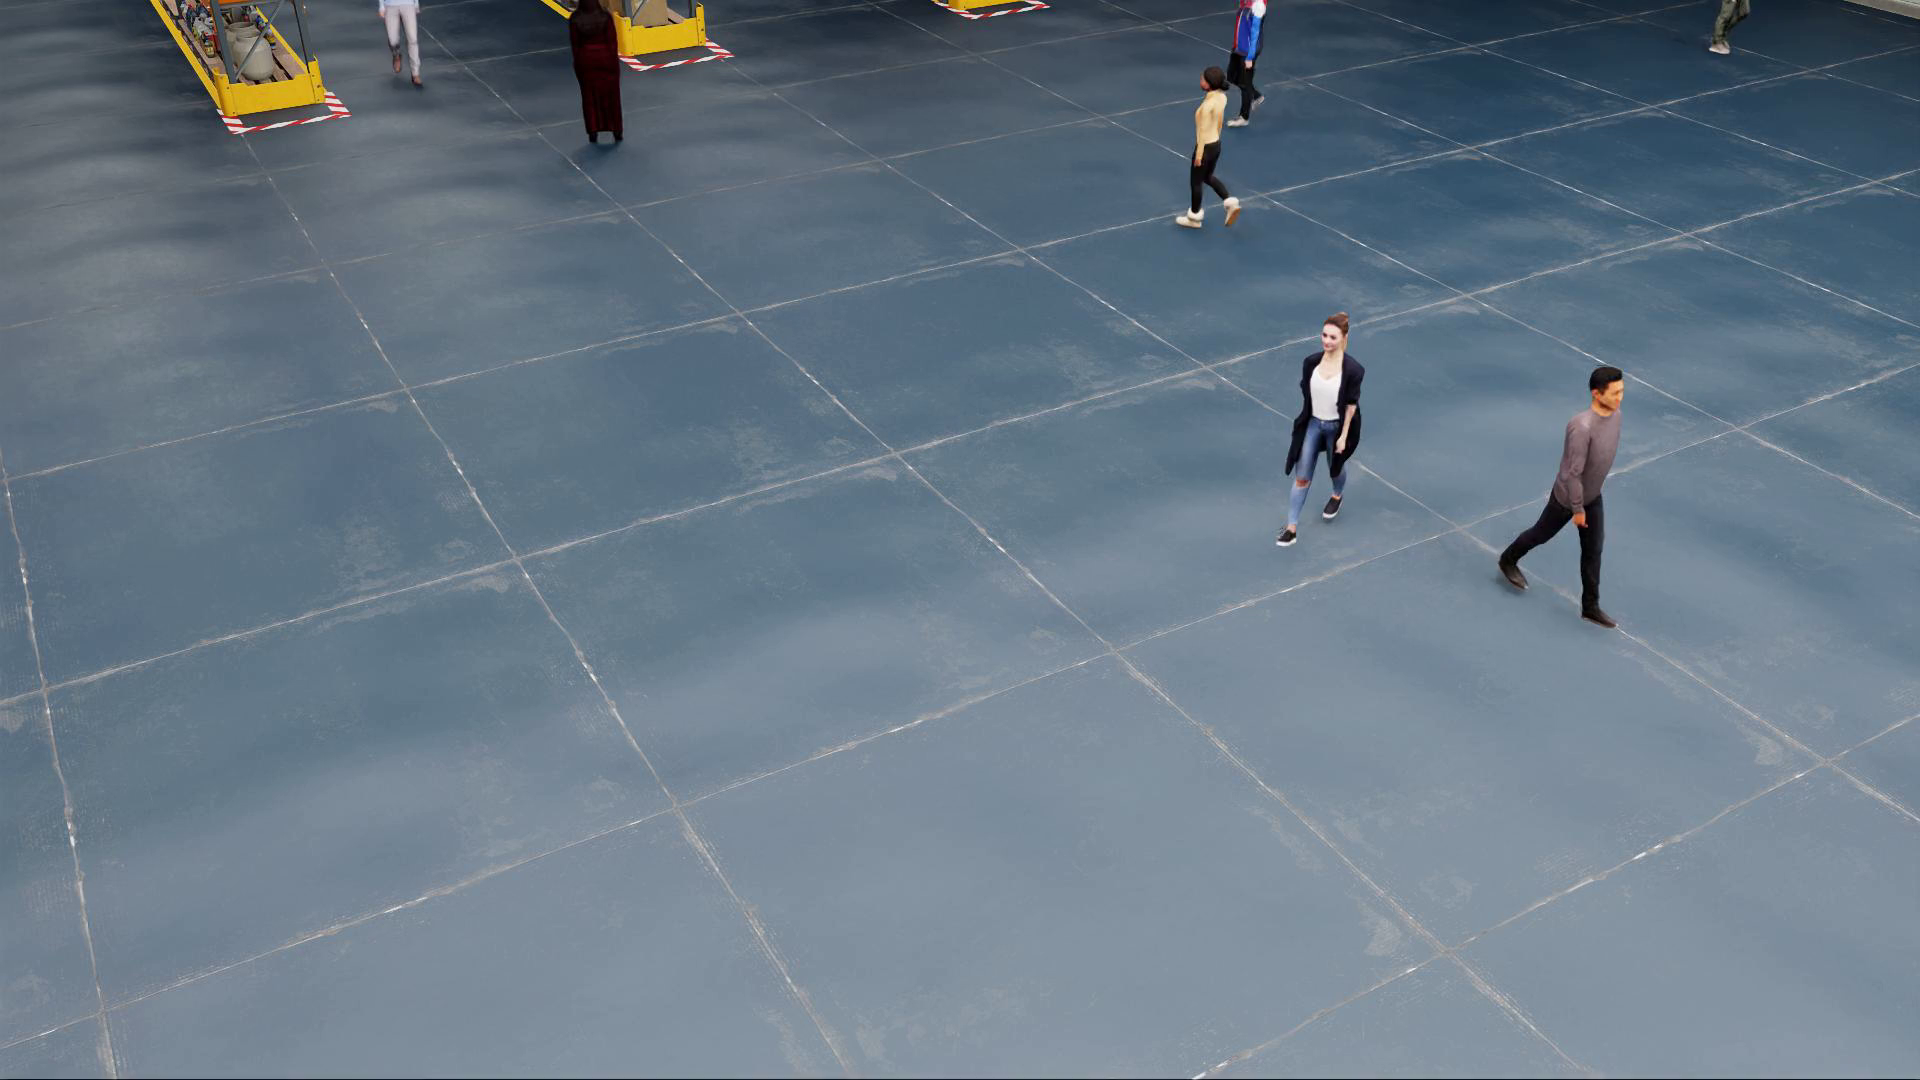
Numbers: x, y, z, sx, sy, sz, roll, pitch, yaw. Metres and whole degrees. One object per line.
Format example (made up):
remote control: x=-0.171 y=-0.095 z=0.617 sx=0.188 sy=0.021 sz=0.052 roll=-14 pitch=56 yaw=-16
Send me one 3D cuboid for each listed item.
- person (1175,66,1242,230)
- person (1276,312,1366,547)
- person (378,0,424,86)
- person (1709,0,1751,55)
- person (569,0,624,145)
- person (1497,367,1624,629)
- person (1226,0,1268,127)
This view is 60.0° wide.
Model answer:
person: x=2.498 y=-3.828 z=16.341 sx=1.000 sy=1.646 sz=0.826 roll=20 pitch=38 yaw=29
person: x=2.592 y=-0.788 z=11.535 sx=1.147 sy=1.632 sz=1.035 roll=18 pitch=37 yaw=26
person: x=-6.935 y=-6.584 z=20.490 sx=0.707 sy=1.880 sz=0.929 roll=-15 pitch=35 yaw=-22
person: x=10.023 y=-7.189 z=21.673 sx=0.593 sy=1.643 sz=0.634 roll=-21 pitch=38 yaw=-30
person: x=-4.065 y=-5.316 z=18.596 sx=0.753 sy=1.756 sz=0.744 roll=-5 pitch=33 yaw=-8
person: x=3.891 y=-0.323 z=10.708 sx=1.150 sy=1.728 sz=0.649 roll=-17 pitch=36 yaw=-25
person: x=3.378 y=-5.646 z=19.126 sx=0.778 sy=1.749 sz=0.754 roll=-10 pitch=34 yaw=-16
